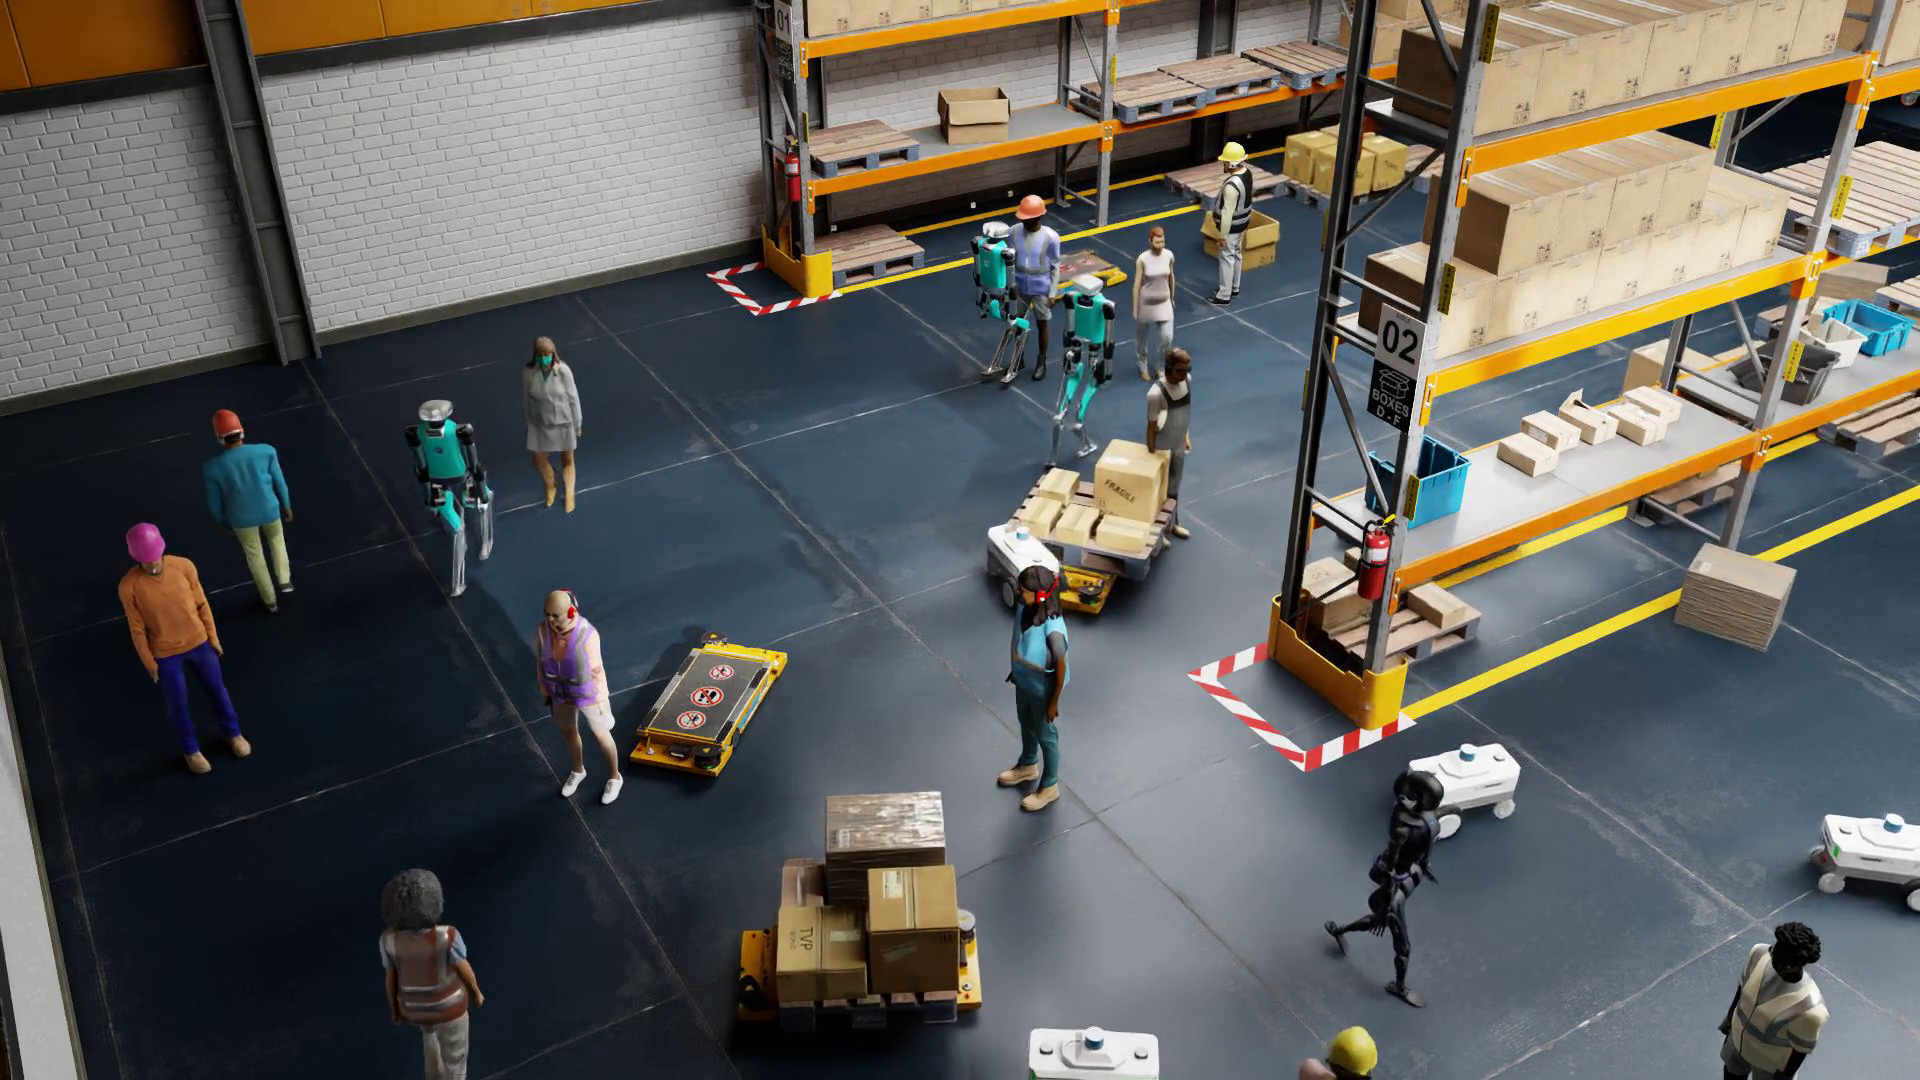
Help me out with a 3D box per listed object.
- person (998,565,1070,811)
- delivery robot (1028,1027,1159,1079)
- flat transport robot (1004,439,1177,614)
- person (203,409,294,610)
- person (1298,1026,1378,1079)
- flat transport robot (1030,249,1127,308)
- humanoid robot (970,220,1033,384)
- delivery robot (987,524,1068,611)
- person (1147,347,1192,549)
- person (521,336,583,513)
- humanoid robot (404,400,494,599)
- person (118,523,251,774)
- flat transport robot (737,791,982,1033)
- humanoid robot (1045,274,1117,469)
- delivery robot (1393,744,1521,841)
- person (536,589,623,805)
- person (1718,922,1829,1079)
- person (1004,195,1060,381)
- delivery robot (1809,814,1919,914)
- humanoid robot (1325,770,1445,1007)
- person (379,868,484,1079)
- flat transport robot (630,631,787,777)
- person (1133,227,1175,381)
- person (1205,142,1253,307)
[{"bbox_3d":[0.515,0.959,11.050,0.370,1.864,0.540,-17,36,-25],"label":"person"},{"bbox_3d":[0.752,2.922,9.151,0.768,0.591,0.499,2,32,3],"label":"delivery robot"},{"bbox_3d":[1.058,0.115,13.901,0.659,0.231,1.431,12,34,18],"label":"flat transport robot"},{"bbox_3d":[-5.581,-0.246,13.092,0.582,1.732,0.416,-18,36,-26],"label":"person"},{"bbox_3d":[1.716,3.005,7.919,0.768,1.730,0.516,-21,38,-29],"label":"person"},{"bbox_3d":[1.137,-2.955,18.797,1.431,0.231,0.659,-21,38,-29],"label":"flat transport robot"},{"bbox_3d":[0.486,-2.383,16.381,0.533,1.673,0.735,27,41,36],"label":"humanoid robot"},{"bbox_3d":[0.521,0.195,13.521,0.499,0.614,0.790,-14,35,-21],"label":"delivery robot"},{"bbox_3d":[1.741,-0.779,13.857,0.364,1.834,0.519,27,41,36],"label":"person"},{"bbox_3d":[-3.507,-0.983,14.343,0.514,1.646,0.384,-3,32,-5],"label":"person"},{"bbox_3d":[-4.037,-0.441,13.446,0.536,1.752,1.044,-1,32,-1],"label":"humanoid robot"},{"bbox_3d":[-5.325,0.723,11.333,0.517,1.971,0.404,-24,39,-33],"label":"person"},{"bbox_3d":[-0.605,2.553,10.012,1.431,0.231,0.659,-2,32,-3],"label":"flat transport robot"},{"bbox_3d":[1.012,-1.420,15.062,0.549,1.884,0.761,22,38,31],"label":"humanoid robot"},{"bbox_3d":[3.351,1.650,11.201,0.802,0.614,0.499,-9,33,-14],"label":"delivery robot"},{"bbox_3d":[-2.562,1.033,11.103,0.486,1.685,0.355,8,33,13],"label":"person"},{"bbox_3d":[4.135,2.613,8.574,0.320,1.693,0.532,-8,33,-12],"label":"person"},{"bbox_3d":[0.713,-2.509,16.520,0.545,1.934,0.373,15,35,22],"label":"person"},{"bbox_3d":[5.910,2.019,10.612,0.796,0.613,0.499,6,33,10],"label":"delivery robot"},{"bbox_3d":[2.507,1.956,9.699,0.729,1.649,0.608,23,39,32],"label":"humanoid robot"},{"bbox_3d":[-2.791,2.443,8.858,0.453,1.667,0.432,1,32,2],"label":"person"},{"bbox_3d":[-1.822,1.184,12.196,0.659,0.231,1.431,8,33,13],"label":"flat transport robot"},{"bbox_3d":[1.936,-2.284,16.422,0.485,1.636,0.604,-7,33,-10],"label":"person"},{"bbox_3d":[2.941,-3.436,18.104,0.403,1.825,0.589,15,35,22],"label":"person"}]
